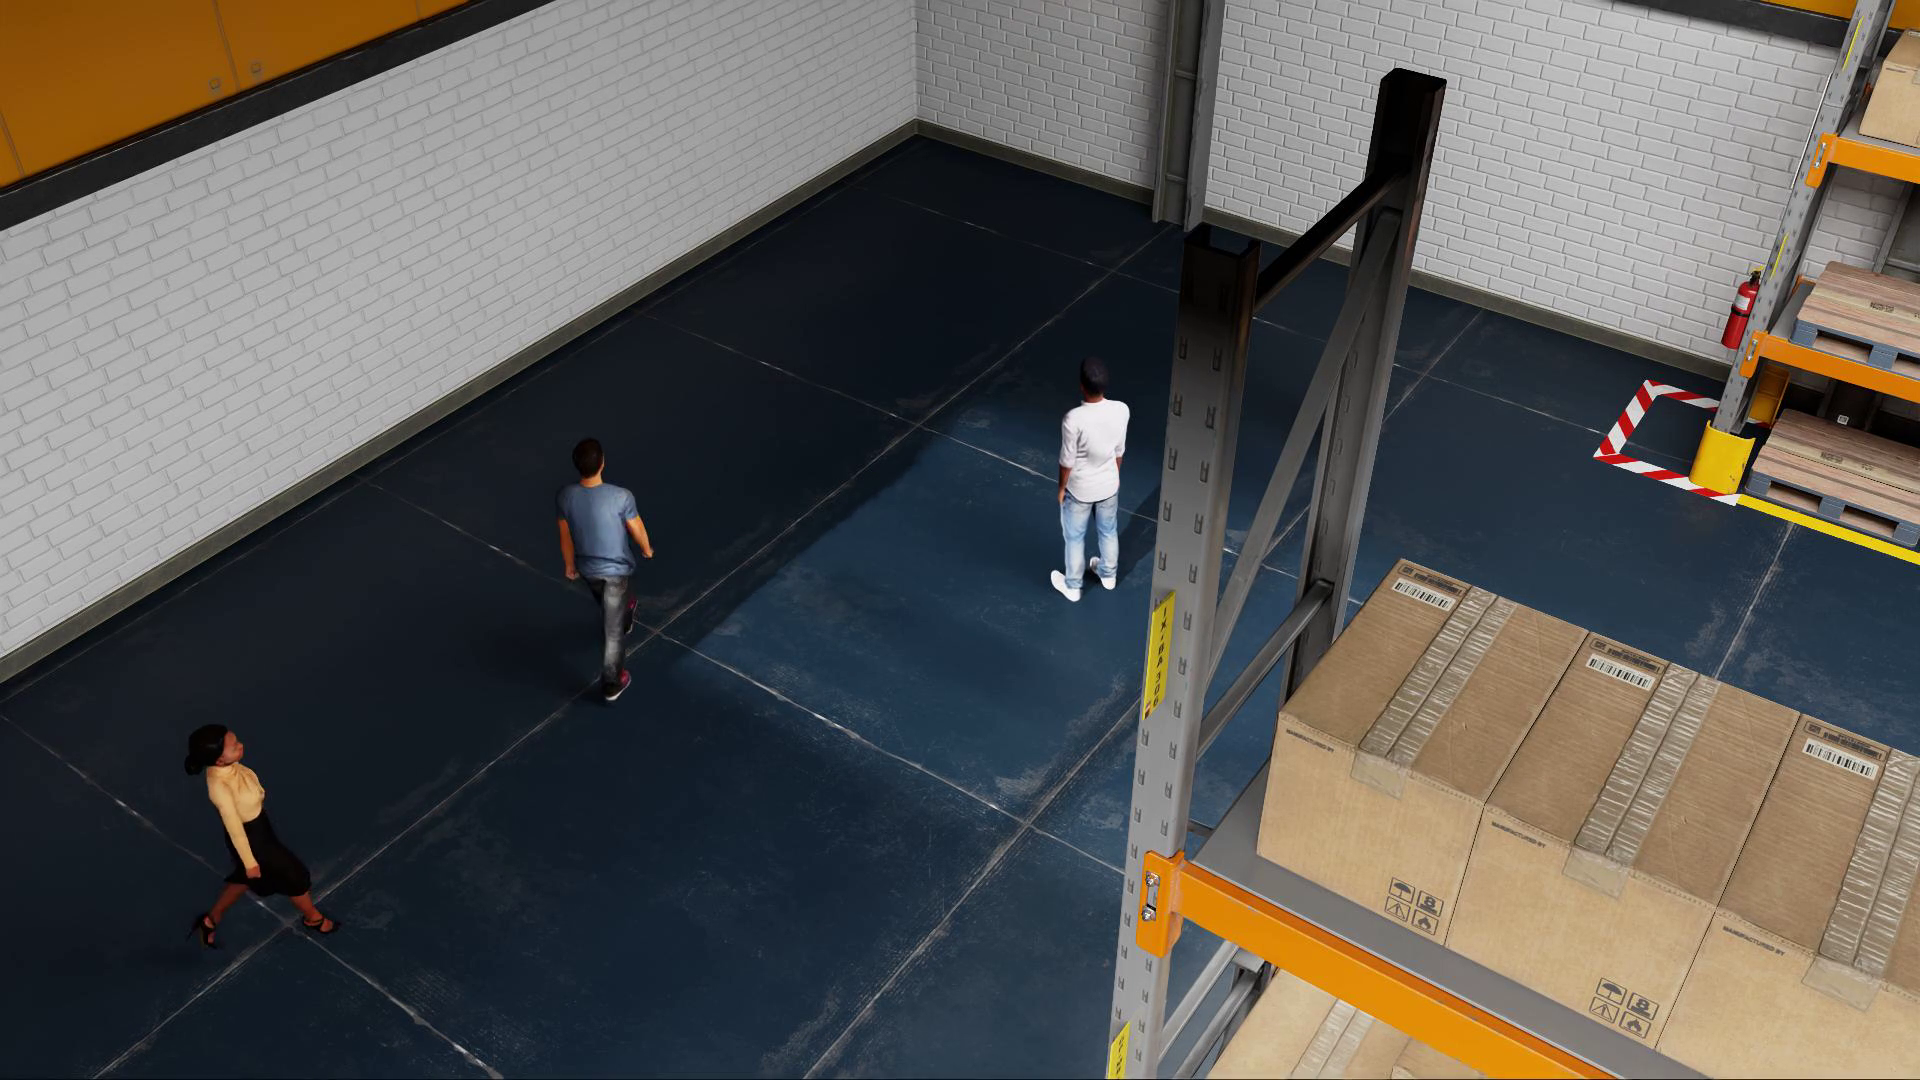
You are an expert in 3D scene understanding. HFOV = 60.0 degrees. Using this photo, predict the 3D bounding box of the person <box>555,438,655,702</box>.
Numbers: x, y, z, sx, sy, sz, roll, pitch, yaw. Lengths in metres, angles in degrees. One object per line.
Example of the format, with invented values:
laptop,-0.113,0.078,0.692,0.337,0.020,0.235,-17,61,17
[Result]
person,-2.227,0.223,10.339,1.162,1.768,1.047,6,39,7

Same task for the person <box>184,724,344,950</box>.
person,-3.795,1.599,8.728,0.961,1.627,1.010,-16,41,-19

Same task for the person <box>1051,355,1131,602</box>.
person,0.876,-0.399,11.086,0.723,1.807,0.735,-15,41,-18
